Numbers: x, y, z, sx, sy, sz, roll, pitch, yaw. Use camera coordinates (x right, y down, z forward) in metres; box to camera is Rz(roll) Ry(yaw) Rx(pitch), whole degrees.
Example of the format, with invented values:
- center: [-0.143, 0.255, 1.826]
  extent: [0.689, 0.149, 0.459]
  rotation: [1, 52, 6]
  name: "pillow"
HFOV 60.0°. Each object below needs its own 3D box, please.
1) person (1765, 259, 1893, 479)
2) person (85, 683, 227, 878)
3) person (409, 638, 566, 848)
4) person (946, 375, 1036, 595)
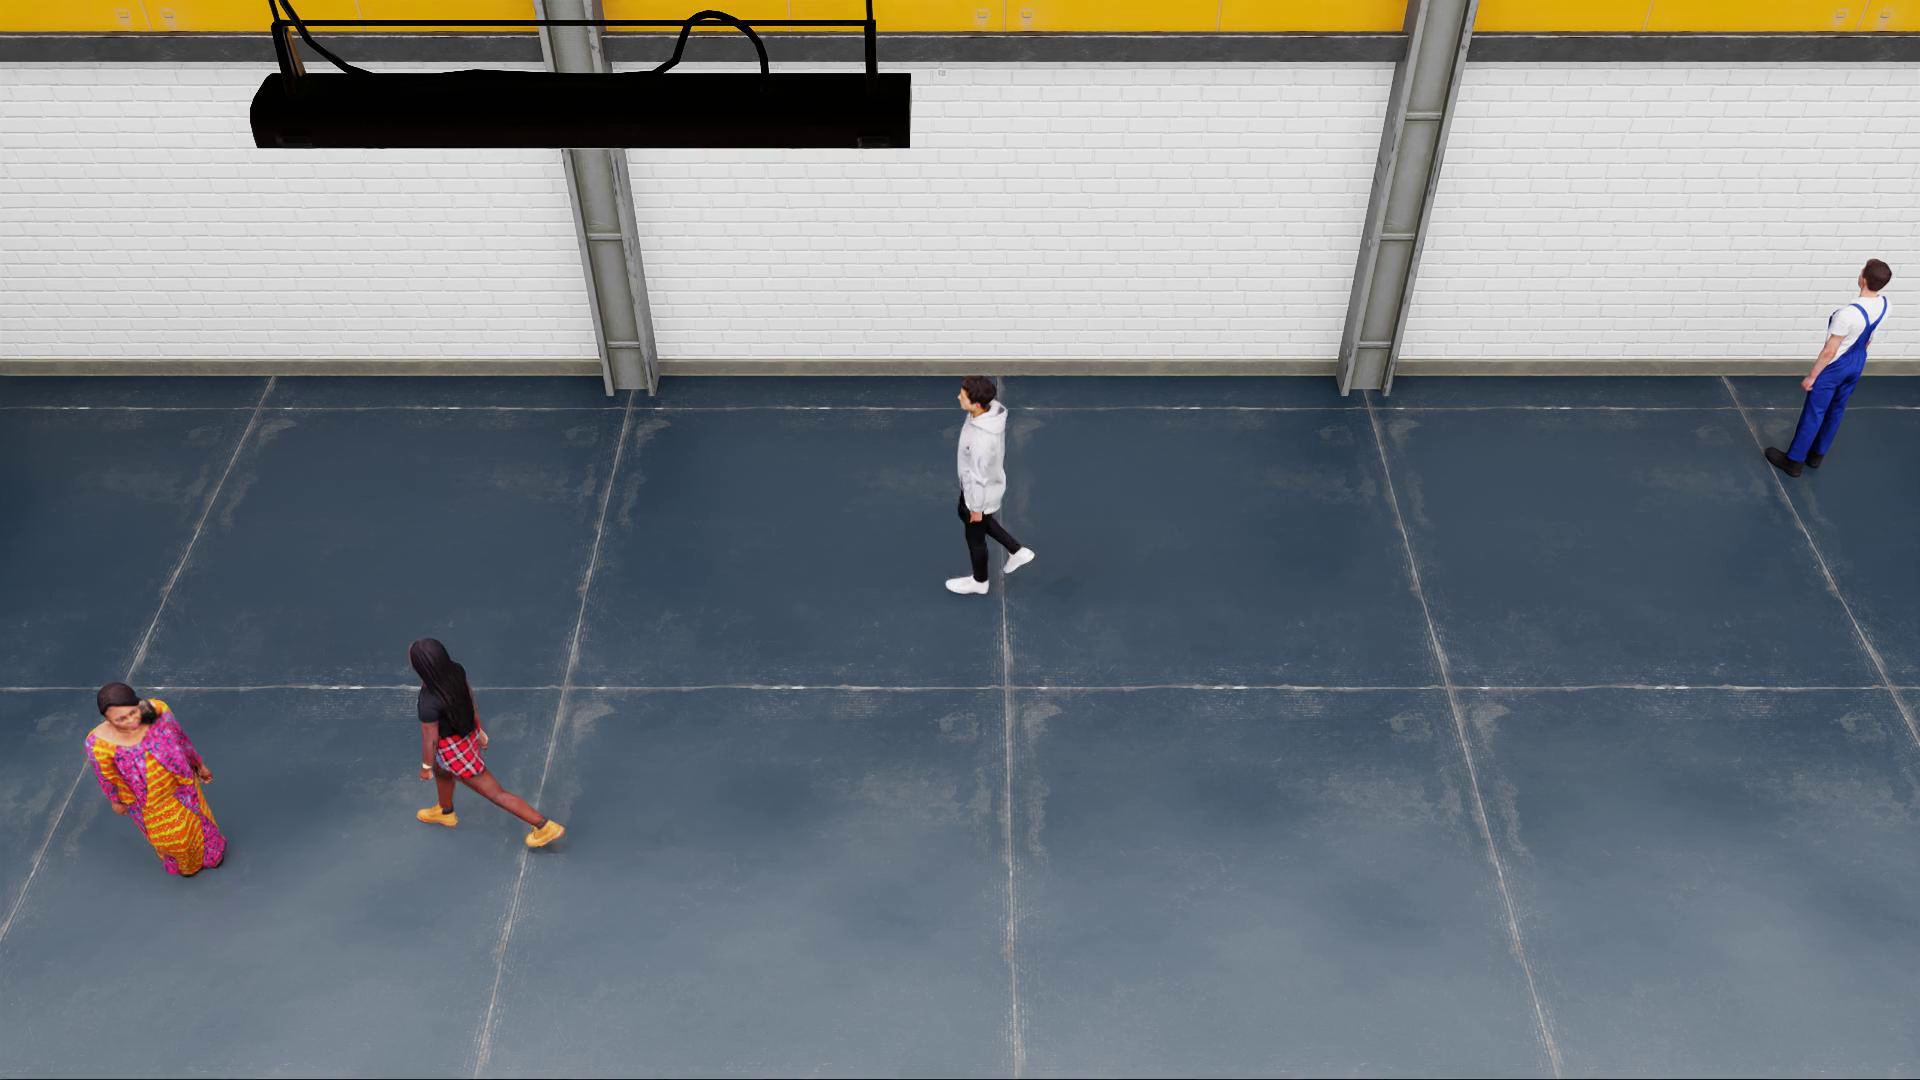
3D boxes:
- center: [6.510, -1.270, 12.328]
  extent: [0.630, 1.849, 0.761]
  rotation: [-13, 45, -14]
  name: "person"
- center: [-4.717, 1.355, 9.714]
  extent: [0.902, 1.655, 0.846]
  rotation: [26, 49, 24]
  name: "person"
- center: [-2.862, 1.249, 9.807]
  extent: [1.213, 1.681, 0.644]
  rotation: [2, 44, 2]
  name: "person"
- center: [0.240, -0.358, 11.325]
  extent: [0.856, 1.914, 0.709]
  rotation: [2, 44, 2]
  name: "person"
